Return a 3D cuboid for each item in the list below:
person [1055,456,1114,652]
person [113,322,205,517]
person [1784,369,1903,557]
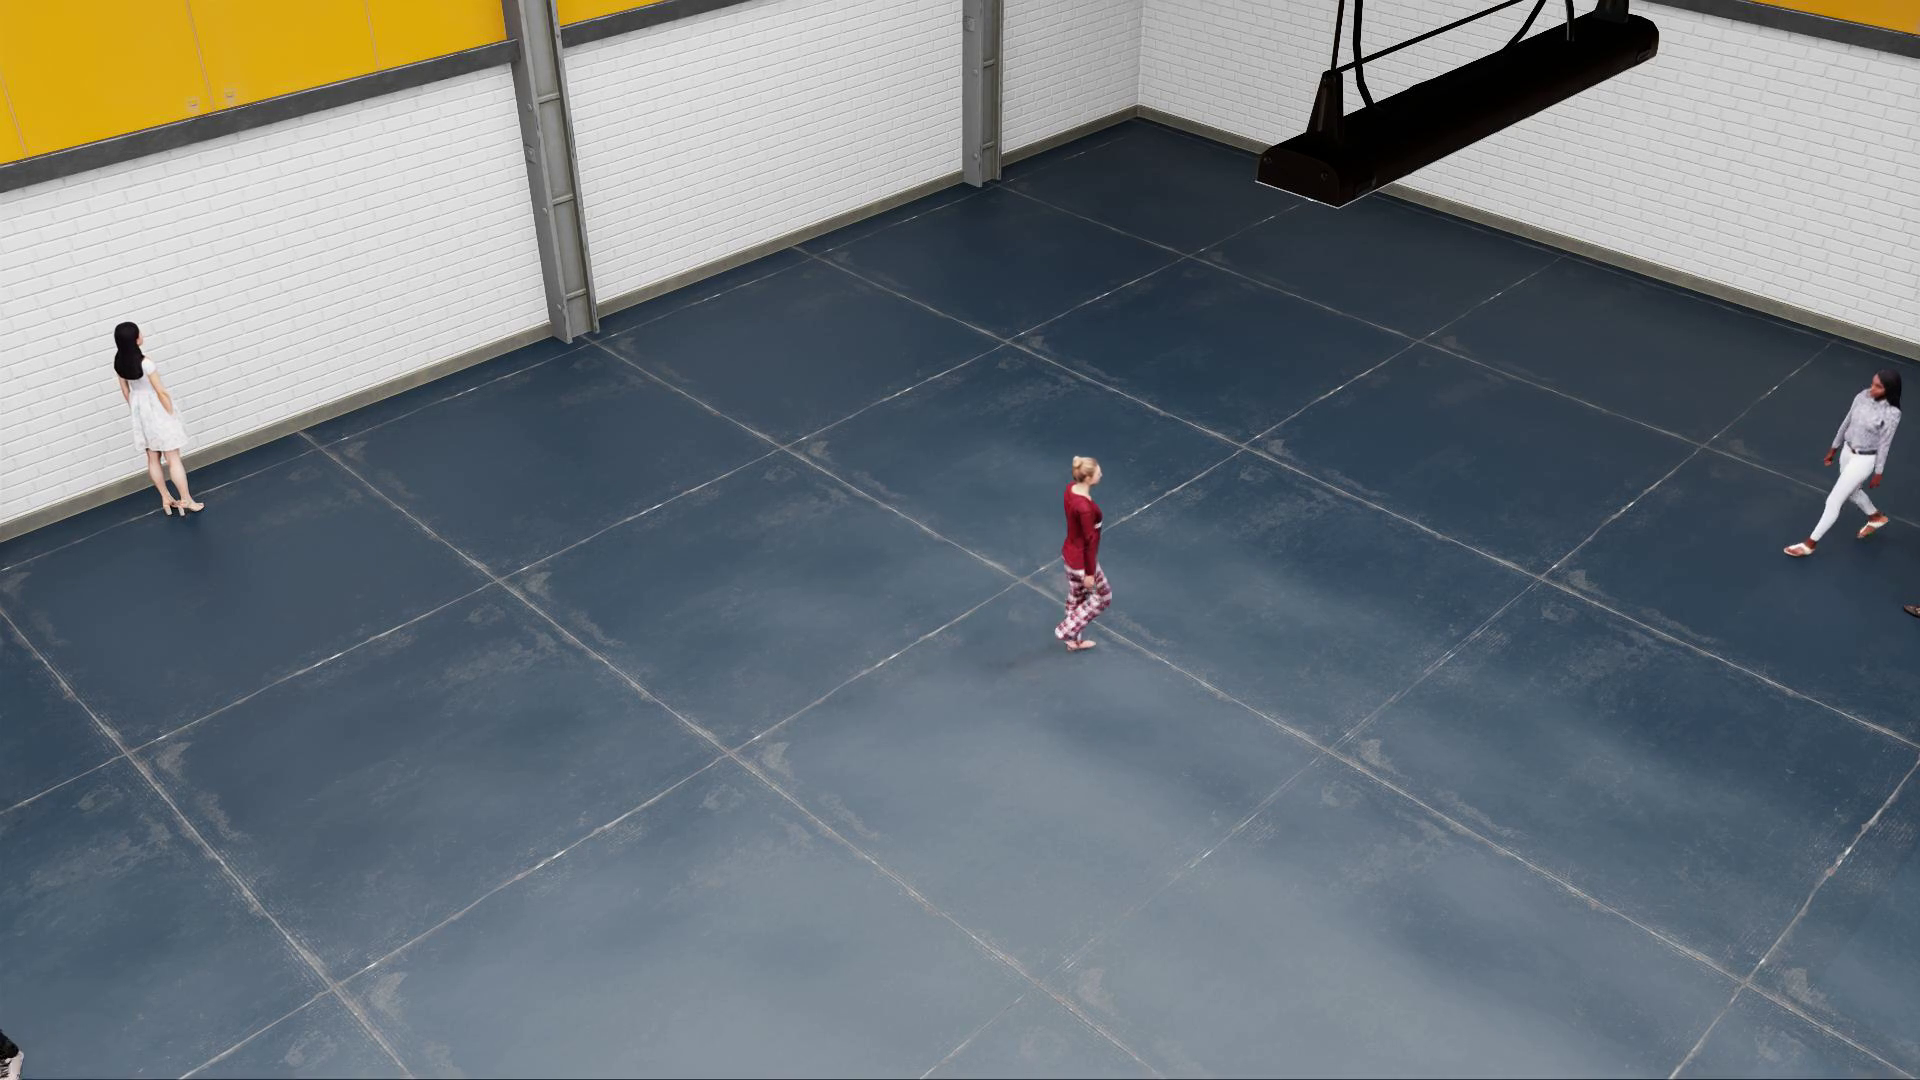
[{"bbox_3d":[0.830,0.131,12.236,0.793,1.694,0.766,-9,35,-13],"label":"person"},{"bbox_3d":[-6.726,-1.005,13.873,0.758,1.774,0.782,11,35,16],"label":"person"},{"bbox_3d":[7.282,-0.625,13.374,1.238,1.692,1.061,-6,34,-9],"label":"person"}]
